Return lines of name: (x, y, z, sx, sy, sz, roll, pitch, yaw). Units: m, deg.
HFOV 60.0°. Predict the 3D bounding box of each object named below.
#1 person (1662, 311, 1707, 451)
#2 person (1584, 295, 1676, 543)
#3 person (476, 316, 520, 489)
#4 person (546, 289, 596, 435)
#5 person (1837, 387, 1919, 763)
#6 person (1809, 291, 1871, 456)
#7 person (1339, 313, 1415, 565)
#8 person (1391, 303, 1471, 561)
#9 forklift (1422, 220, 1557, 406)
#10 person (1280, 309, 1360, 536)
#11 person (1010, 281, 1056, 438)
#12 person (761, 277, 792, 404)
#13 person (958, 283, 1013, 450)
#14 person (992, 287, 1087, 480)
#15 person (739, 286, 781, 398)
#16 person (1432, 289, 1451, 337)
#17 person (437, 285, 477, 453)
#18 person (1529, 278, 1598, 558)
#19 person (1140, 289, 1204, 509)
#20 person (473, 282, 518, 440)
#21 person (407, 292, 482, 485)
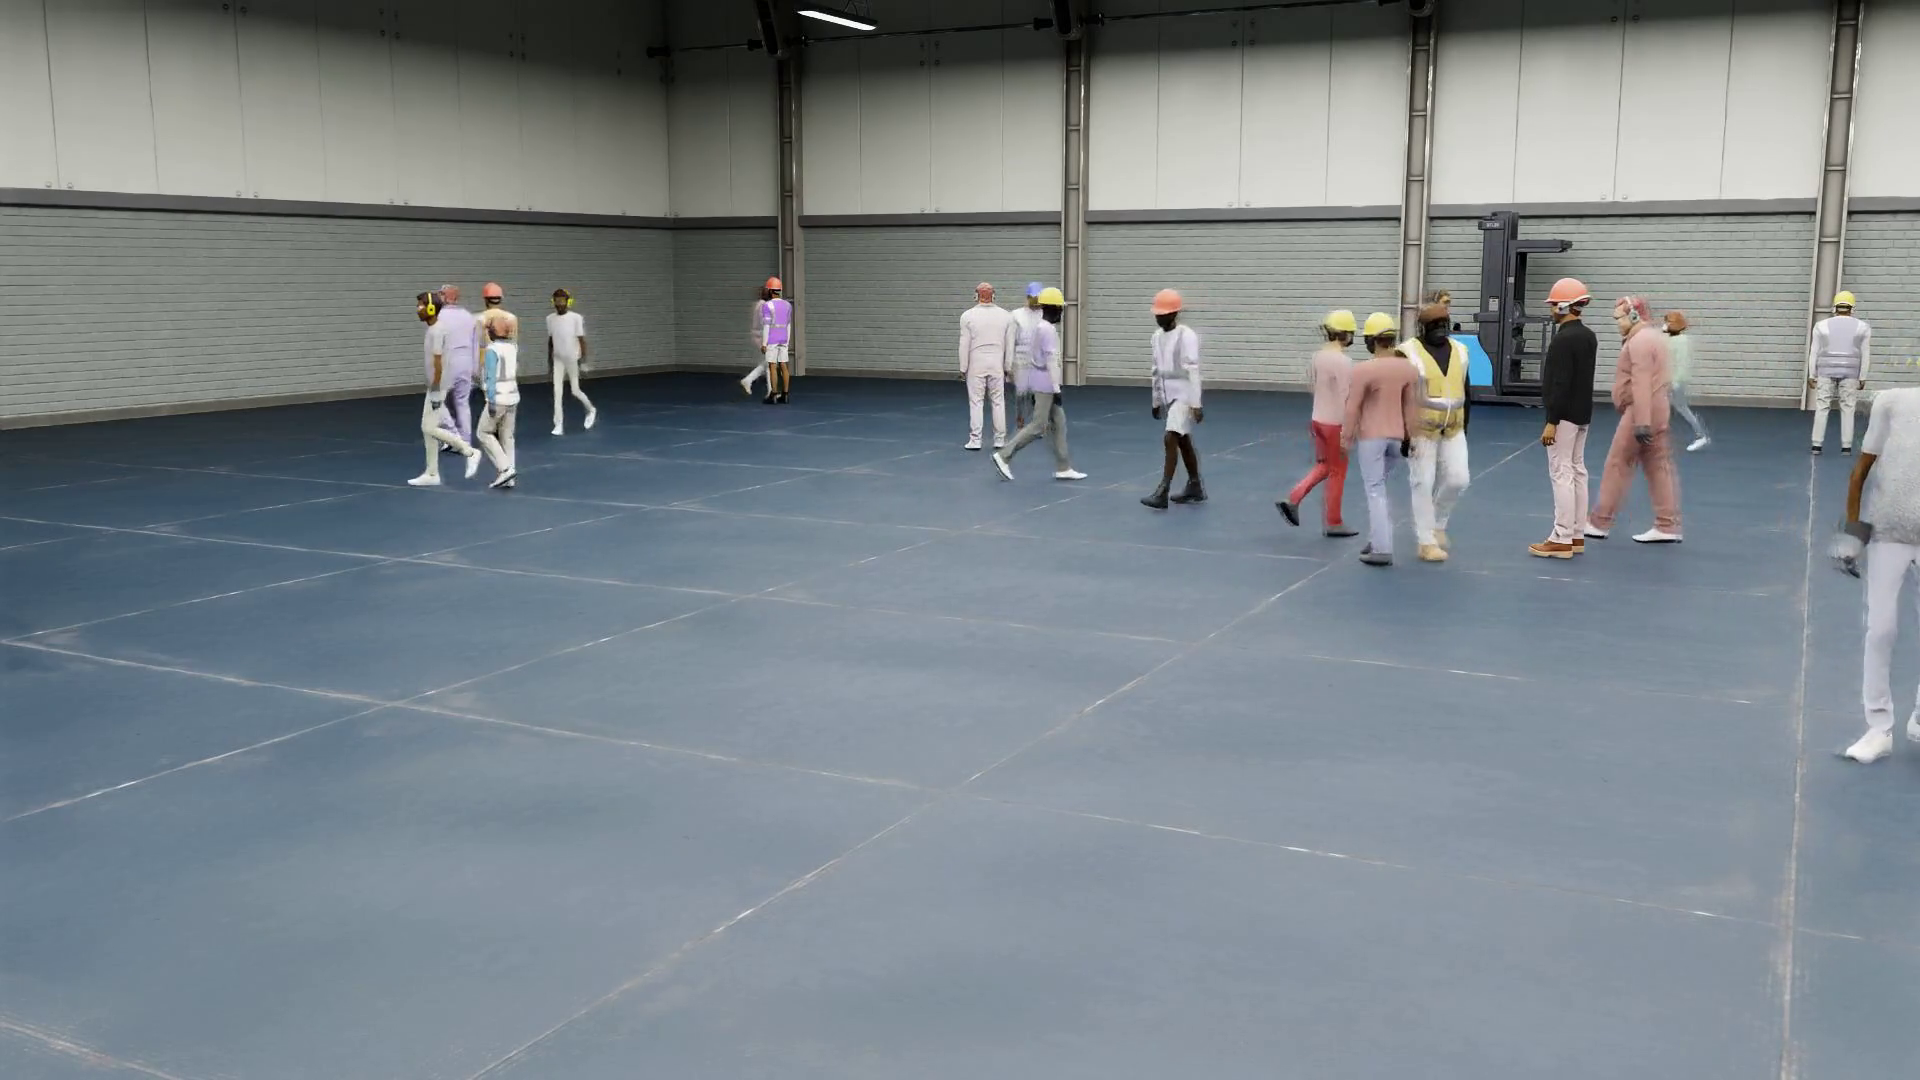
person: (8.159, -1.811, 18.942, 0.823, 1.601, 0.508, -1, 9, -5)
person: (5.044, -0.907, 12.570, 0.893, 1.851, 0.664, 6, 11, 34)
person: (-4.328, -1.286, 15.619, 0.376, 1.621, 0.529, 2, 9, 12)
person: (-4.975, -2.279, 21.141, 0.552, 1.842, 0.820, 2, 9, 12)
person: (4.017, 0.019, 6.978, 0.637, 1.831, 0.368, 2, 10, 15)
person: (9.800, -1.860, 18.569, 0.596, 1.824, 0.403, 4, 10, 24)
person: (2.882, -0.716, 11.697, 0.547, 1.747, 0.591, -5, 10, -27)
person: (3.345, -0.761, 11.790, 0.643, 1.821, 0.448, -2, 10, -15)
forklift: (8.245, -3.527, 25.720, 1.873, 2.768, 1.129, 5, 10, 27)
person: (2.830, -0.898, 12.858, 0.503, 1.757, 0.536, -2, 9, -12)
person: (0.884, -2.253, 20.698, 0.612, 1.919, 0.803, 0, 9, -1)
person: (-2.857, -3.080, 25.714, 0.351, 1.942, 0.547, 8, 12, 42)
person: (0.281, -1.986, 19.079, 0.651, 1.906, 0.403, -3, 10, -19)
person: (0.777, -1.524, 16.273, 0.879, 1.901, 0.586, 0, 9, 1)
person: (-3.124, -3.118, 26.334, 0.622, 1.820, 0.626, -3, 10, -17)
person: (5.862, -2.205, 20.674, 0.522, 1.825, 0.777, -7, 11, -37)
person: (-5.704, -1.906, 18.626, 0.439, 1.887, 0.680, 5, 11, 29)
person: (4.355, -0.881, 11.994, 0.396, 1.992, 0.622, 8, 12, 40)
person: (1.829, -1.217, 14.401, 0.934, 1.871, 0.652, -5, 10, -28)
person: (-5.580, -2.143, 20.055, 0.553, 1.914, 0.823, -5, 11, -29)
person: (-4.983, -1.448, 15.935, 0.606, 1.853, 0.548, -4, 10, -25)
